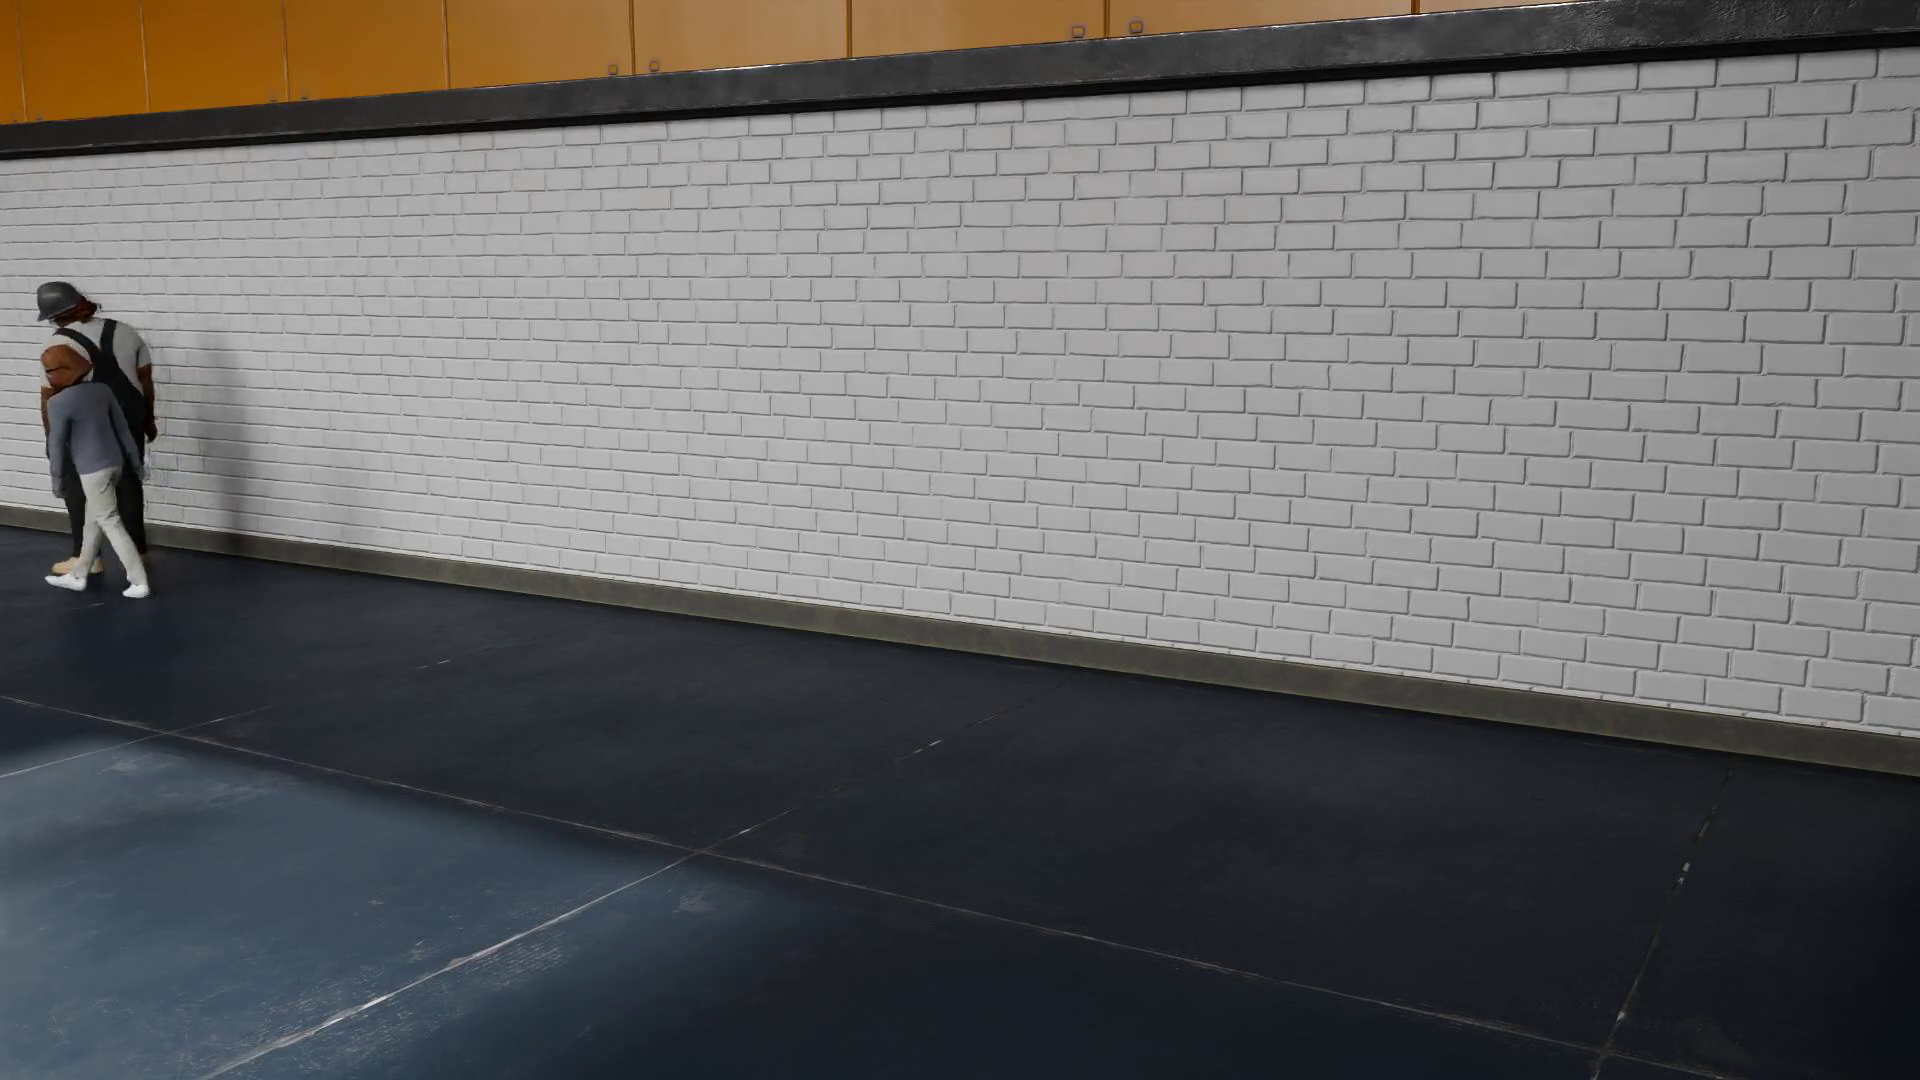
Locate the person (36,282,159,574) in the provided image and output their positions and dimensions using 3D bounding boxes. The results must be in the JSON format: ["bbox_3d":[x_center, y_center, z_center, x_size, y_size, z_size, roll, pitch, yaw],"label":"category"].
[{"bbox_3d":[-5.861,-0.797,11.295,0.533,2.000,0.763,8,12,42],"label":"person"}]

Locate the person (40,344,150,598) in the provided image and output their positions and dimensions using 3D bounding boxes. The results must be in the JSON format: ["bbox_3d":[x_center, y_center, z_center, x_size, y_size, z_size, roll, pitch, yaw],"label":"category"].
[{"bbox_3d":[-5.426,-0.422,10.335,0.792,1.584,0.564,2,9,10],"label":"person"}]
